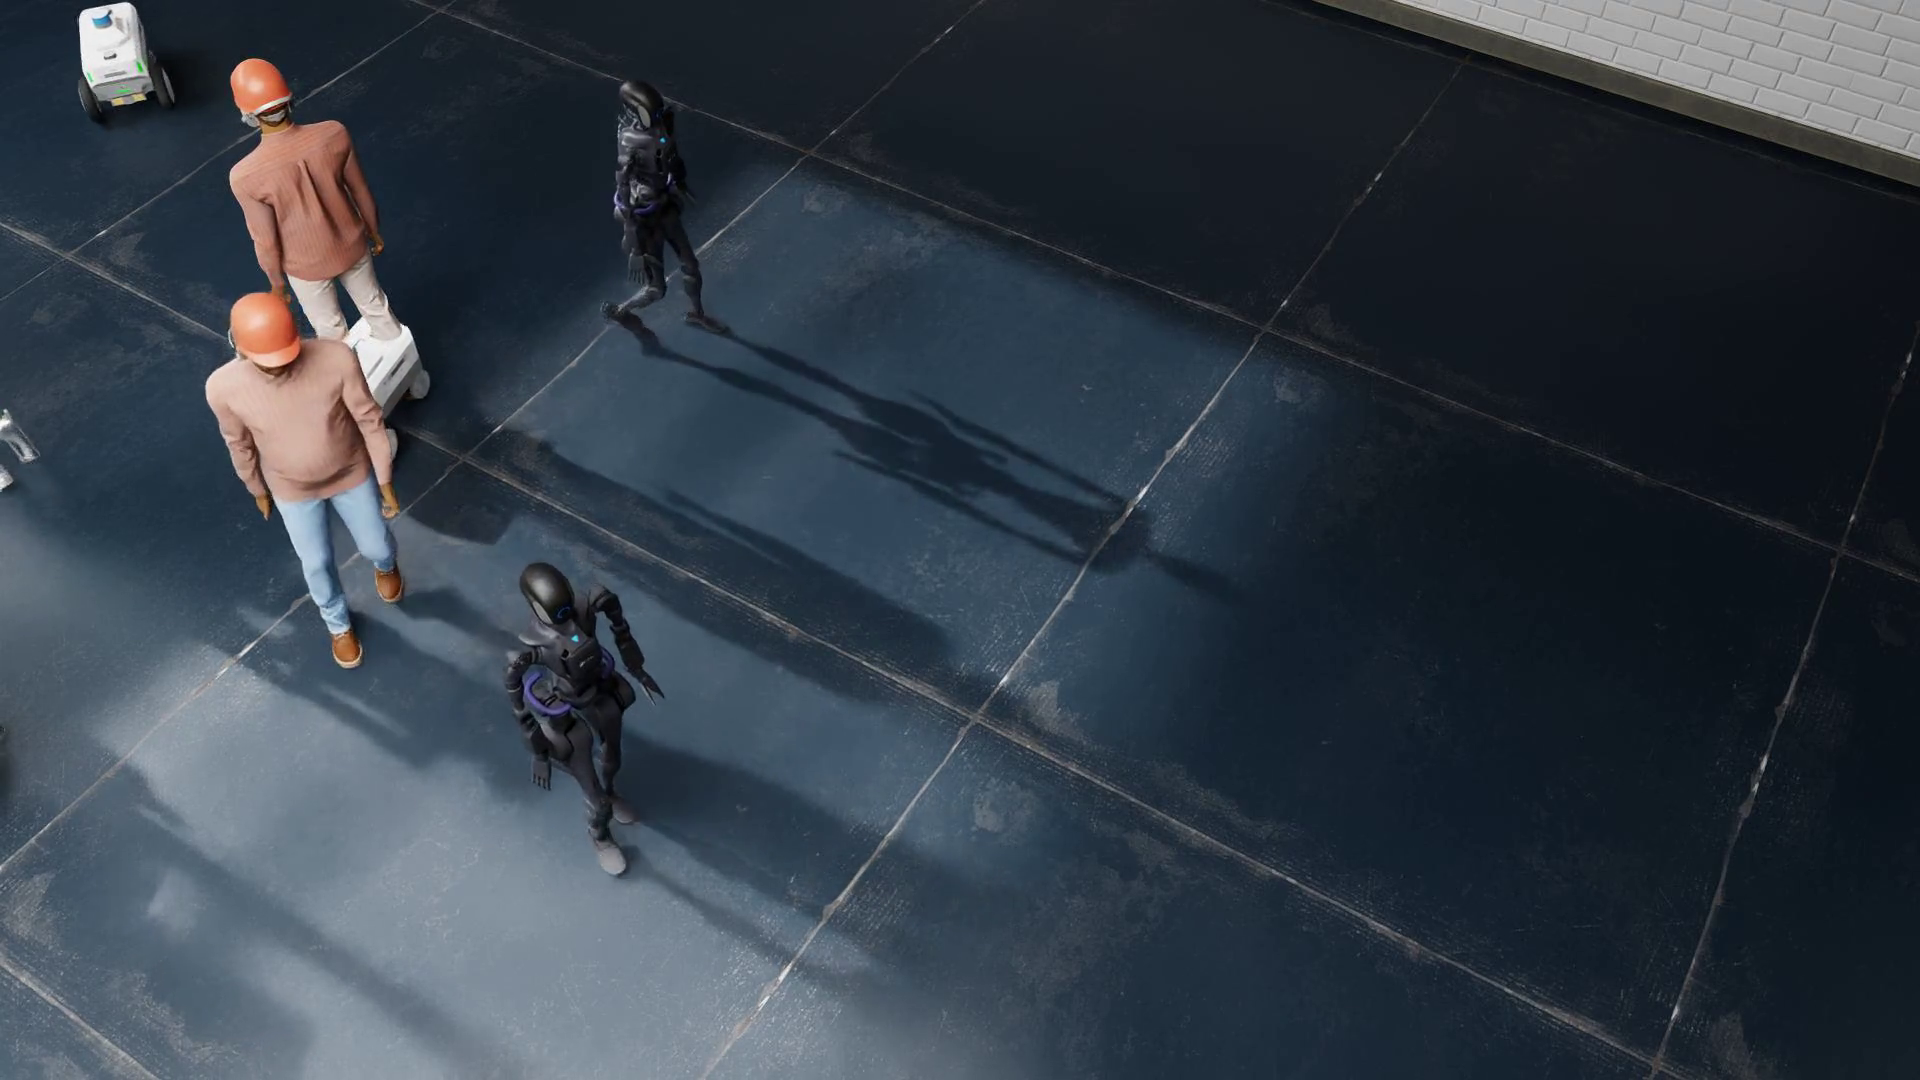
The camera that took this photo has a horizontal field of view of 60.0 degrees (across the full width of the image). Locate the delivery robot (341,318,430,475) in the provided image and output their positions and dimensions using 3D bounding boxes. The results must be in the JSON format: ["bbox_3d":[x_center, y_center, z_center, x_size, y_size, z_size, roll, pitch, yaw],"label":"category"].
[{"bbox_3d":[-2.986,-0.754,8.277,0.499,0.583,0.759,12,50,11],"label":"delivery robot"}]

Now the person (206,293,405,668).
[{"bbox_3d":[-2.673,-0.302,6.950,0.635,1.968,0.530,-17,51,-15],"label":"person"}]

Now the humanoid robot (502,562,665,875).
[{"bbox_3d":[-1.403,0.643,6.321,0.480,1.648,0.609,33,56,25],"label":"humanoid robot"}]

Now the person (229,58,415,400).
[{"bbox_3d":[-3.023,-1.377,7.876,0.398,1.989,0.622,35,58,27],"label":"person"}]

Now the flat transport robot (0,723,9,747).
[{"bbox_3d":[-4.651,1.172,6.791,0.659,0.231,1.431,7,49,6],"label":"flat transport robot"}]

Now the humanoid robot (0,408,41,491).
[{"bbox_3d":[-4.694,-0.855,7.580,0.530,1.794,0.675,-31,56,-24],"label":"humanoid robot"}]

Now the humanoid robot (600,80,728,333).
[{"bbox_3d":[-1.583,-1.657,8.345,0.603,1.629,0.626,14,50,12],"label":"humanoid robot"}]

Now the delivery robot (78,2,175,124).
[{"bbox_3d":[-5.179,-2.967,10.211,0.510,0.582,0.735,-16,51,-14],"label":"delivery robot"}]
